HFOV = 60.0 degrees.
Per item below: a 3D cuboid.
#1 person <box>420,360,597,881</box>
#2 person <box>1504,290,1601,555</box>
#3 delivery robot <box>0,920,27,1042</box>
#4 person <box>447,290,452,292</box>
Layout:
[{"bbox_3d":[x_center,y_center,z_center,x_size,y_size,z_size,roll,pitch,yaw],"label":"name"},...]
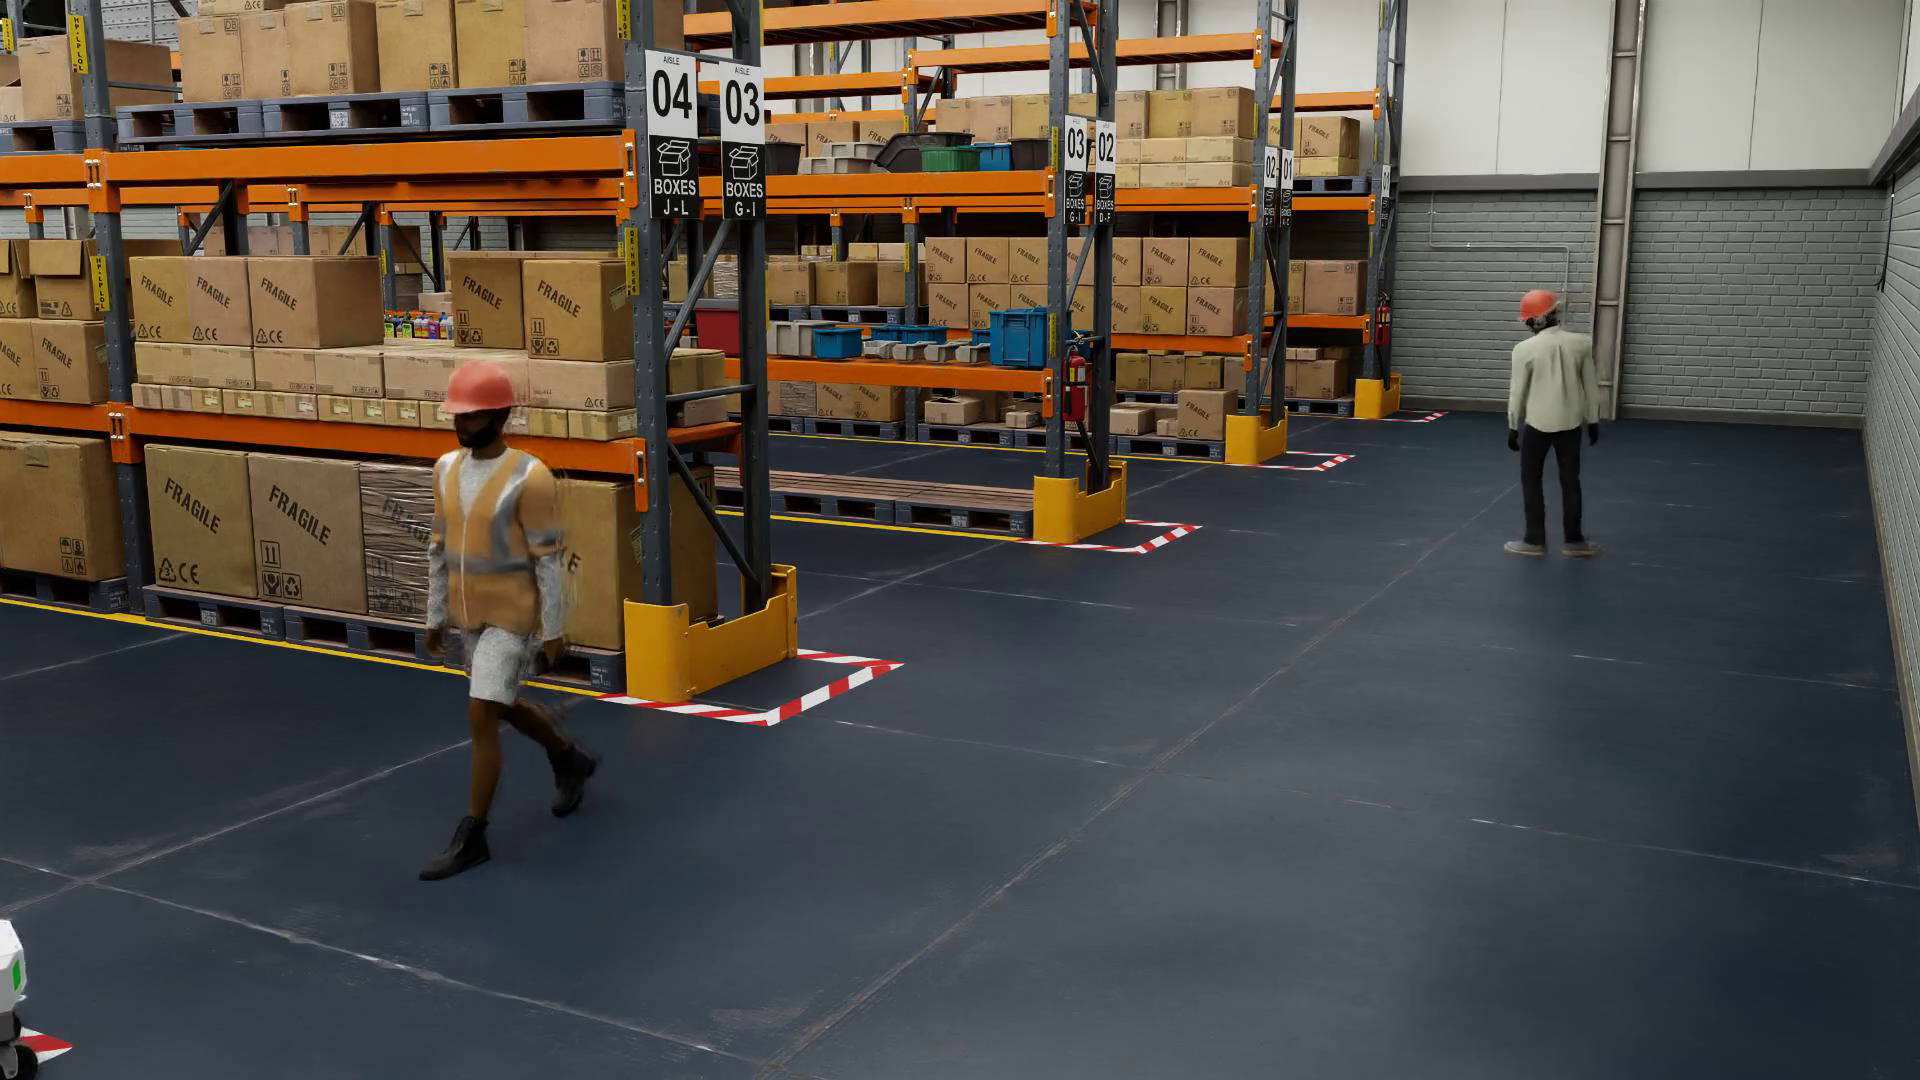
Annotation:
[{"bbox_3d":[-1.738,0.253,6.370,0.552,1.911,0.942,6,12,30],"label":"person"},{"bbox_3d":[4.407,-0.846,12.237,0.773,1.962,0.376,-1,10,-5],"label":"person"},{"bbox_3d":[-2.903,1.229,4.441,0.707,0.478,0.477,-8,13,-36],"label":"delivery robot"},{"bbox_3d":[-7.290,-3.008,24.277,0.343,1.847,0.506,5,12,27],"label":"person"}]
